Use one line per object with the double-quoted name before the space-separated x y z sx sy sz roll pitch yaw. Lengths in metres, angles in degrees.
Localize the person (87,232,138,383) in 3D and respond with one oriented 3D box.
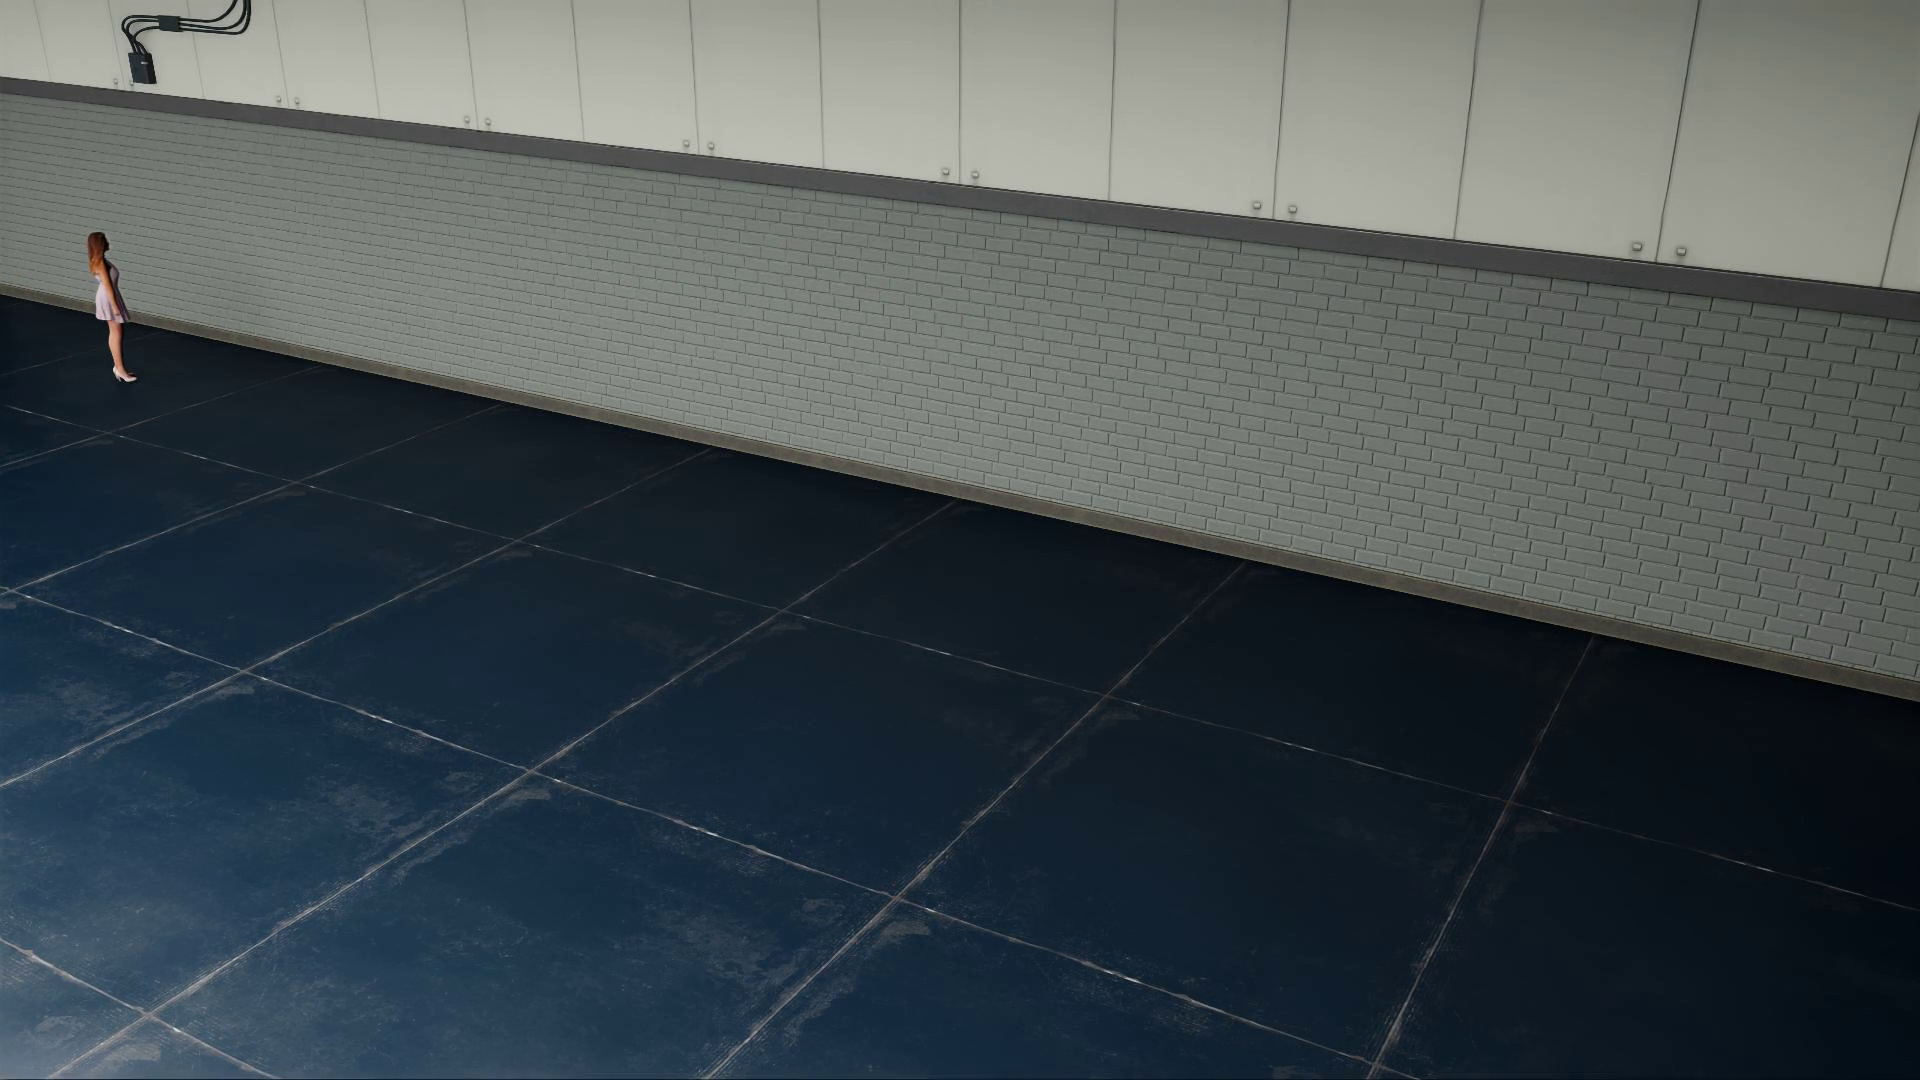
"person" -9.976 -2.739 19.537 0.707 1.770 0.667 -14 27 -29
